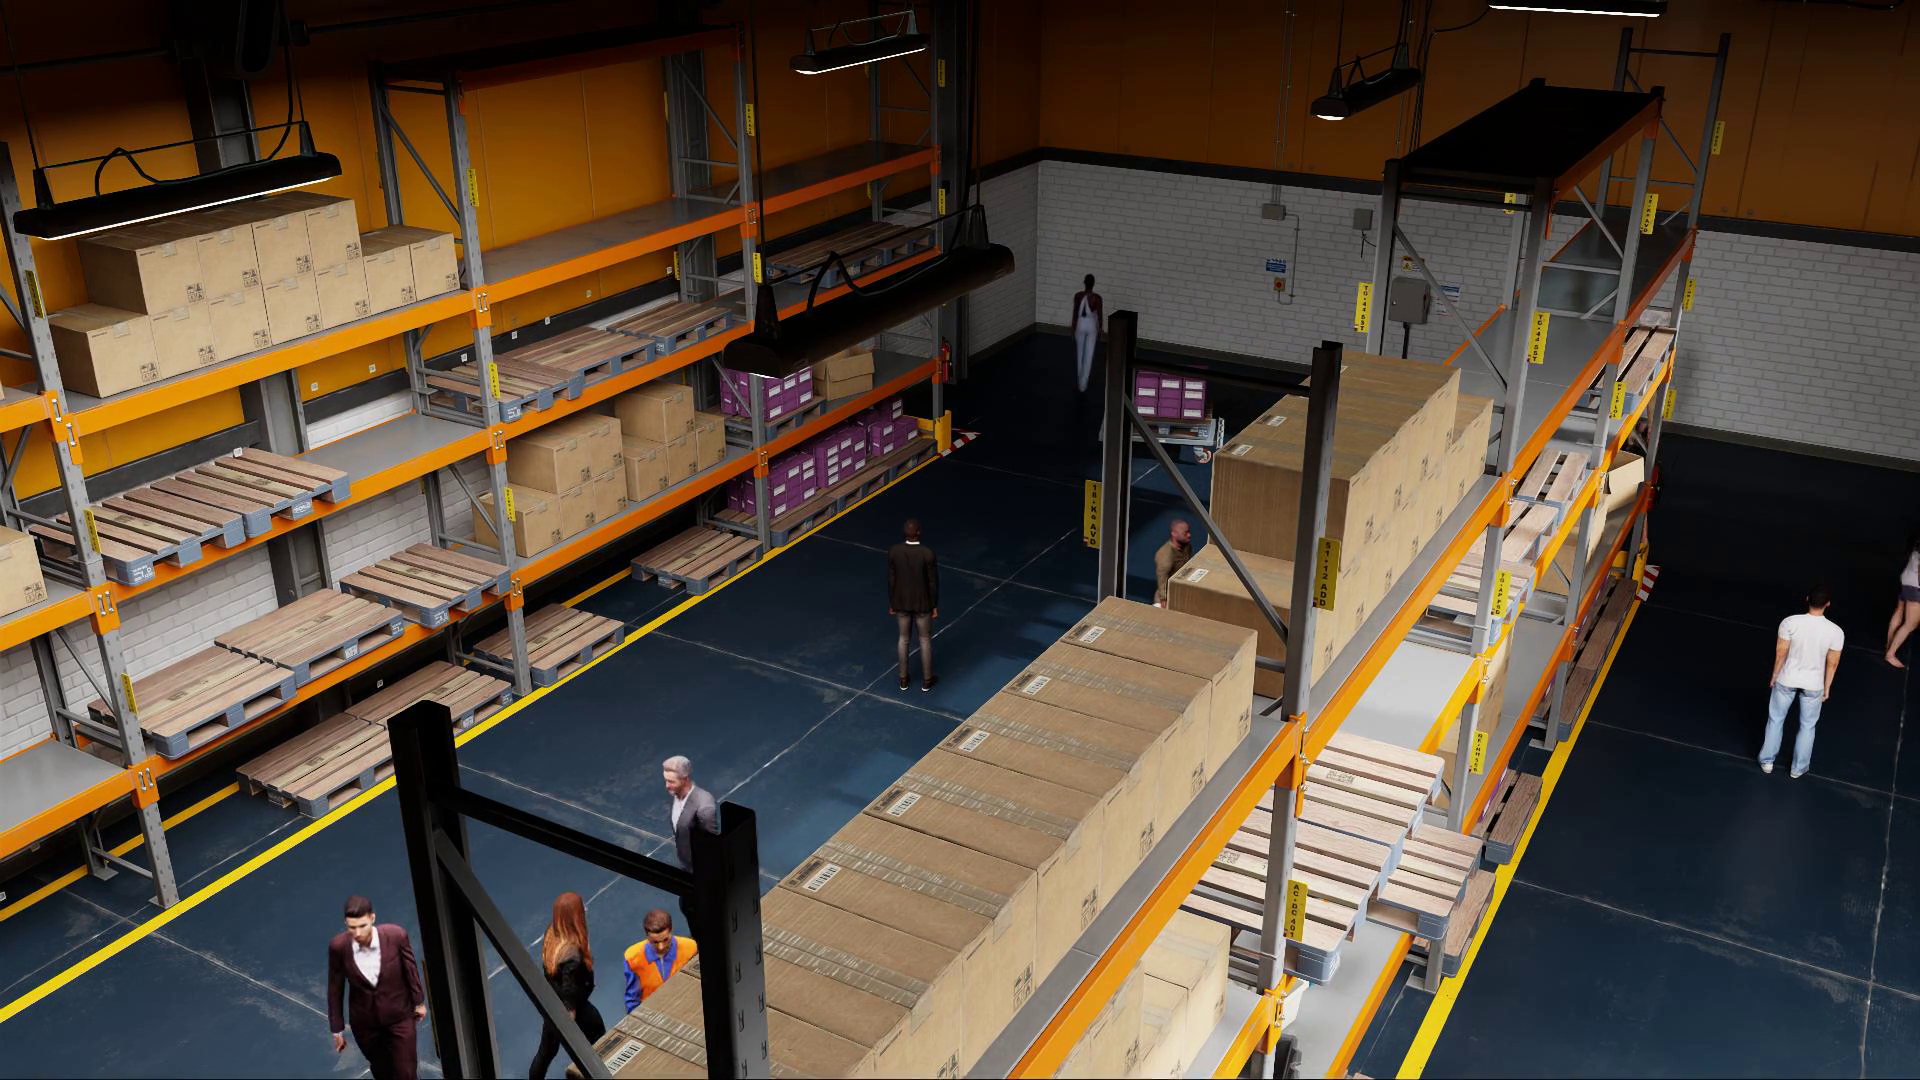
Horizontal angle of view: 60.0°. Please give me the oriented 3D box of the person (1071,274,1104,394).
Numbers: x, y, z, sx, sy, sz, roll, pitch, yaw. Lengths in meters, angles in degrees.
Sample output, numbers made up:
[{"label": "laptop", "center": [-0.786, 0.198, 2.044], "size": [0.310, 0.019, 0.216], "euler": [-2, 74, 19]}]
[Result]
[{"label": "person", "center": [1.855, -3.032, 24.626], "size": [0.693, 1.768, 0.779], "euler": [7, 25, 16]}]

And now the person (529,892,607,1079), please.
[{"label": "person", "center": [-2.643, 3.069, 10.799], "size": [1.203, 1.665, 0.920], "euler": [-16, 28, -33]}]

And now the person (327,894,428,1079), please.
[{"label": "person", "center": [-3.727, 3.009, 10.716], "size": [1.038, 1.841, 1.099], "euler": [-6, 24, -13]}]

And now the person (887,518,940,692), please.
[{"label": "person", "center": [-0.453, 0.627, 16.217], "size": [0.715, 1.799, 0.665], "euler": [5, 24, 12]}]

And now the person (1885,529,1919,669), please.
[{"label": "person", "center": [9.627, 0.429, 16.822], "size": [0.826, 1.677, 0.526], "euler": [3, 24, 7]}]

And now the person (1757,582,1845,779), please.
[{"label": "person", "center": [7.454, 1.234, 14.747], "size": [0.679, 1.865, 0.553], "euler": [11, 26, 24]}]

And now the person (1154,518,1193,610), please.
[{"label": "person", "center": [2.068, 0.621, 16.209], "size": [0.770, 1.816, 0.517], "euler": [15, 28, 30]}]

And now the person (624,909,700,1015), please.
[{"label": "person", "center": [-1.901, 3.055, 10.626], "size": [1.072, 1.828, 1.112], "euler": [-10, 25, -21]}]
